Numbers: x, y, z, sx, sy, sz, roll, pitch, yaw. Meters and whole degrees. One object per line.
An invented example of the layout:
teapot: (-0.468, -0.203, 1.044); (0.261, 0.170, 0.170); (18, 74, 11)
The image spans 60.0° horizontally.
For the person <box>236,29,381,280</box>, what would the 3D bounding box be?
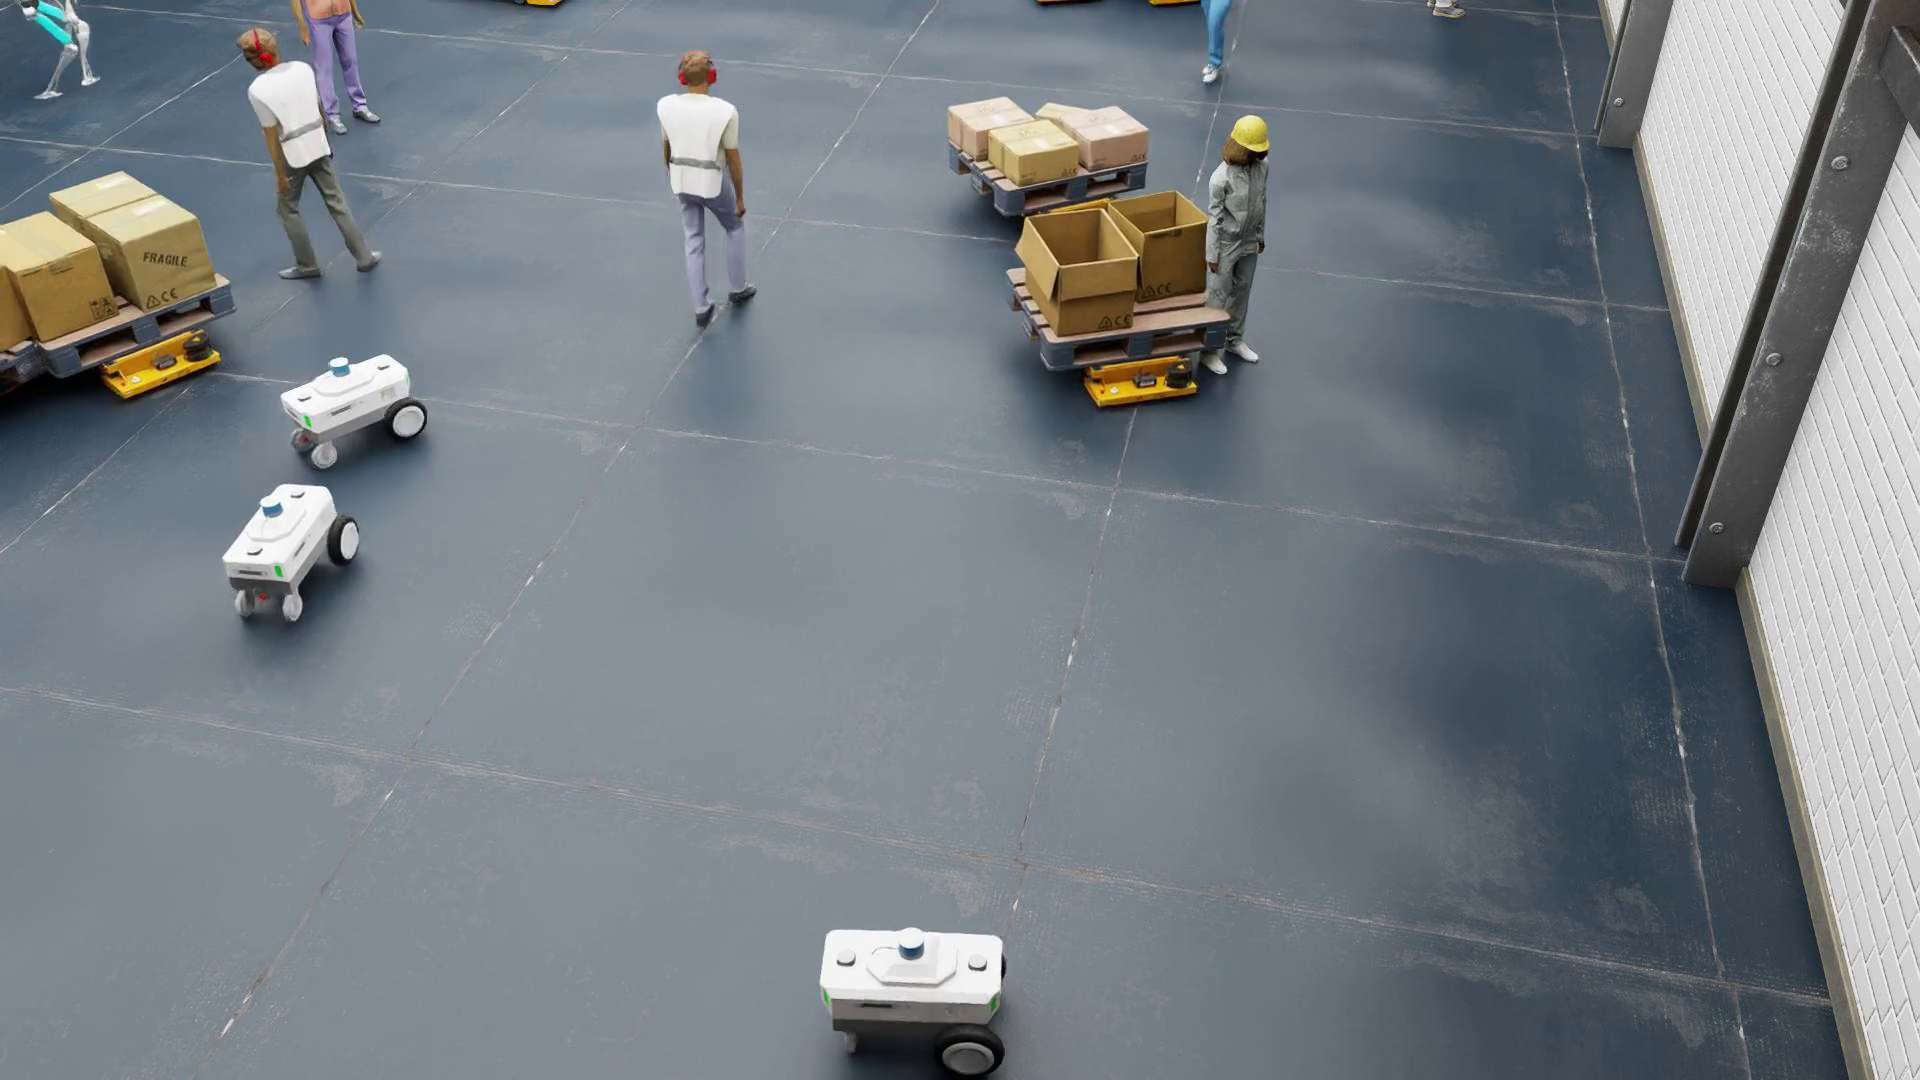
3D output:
person: (-4.523, -2.661, 11.510); (0.500, 1.804, 0.706); (21, 42, 26)

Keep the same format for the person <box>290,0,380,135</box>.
person: (-5.183, -4.282, 13.634); (0.376, 1.841, 0.571); (27, 44, 31)

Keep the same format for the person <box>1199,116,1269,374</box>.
person: (1.747, -1.858, 10.484); (0.492, 1.729, 0.321); (-27, 44, -31)

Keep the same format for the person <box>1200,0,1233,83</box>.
person: (2.214, -4.870, 14.526); (0.510, 1.702, 0.596); (27, 44, 31)

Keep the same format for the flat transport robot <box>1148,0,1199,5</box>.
flat transport robot: (2.044, -5.805, 16.987); (0.659, 0.231, 1.431); (-9, 38, -11)

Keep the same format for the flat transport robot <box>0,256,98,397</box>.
flat transport robot: (-6.321, -1.085, 10.670); (0.659, 0.231, 1.431); (16, 40, 21)

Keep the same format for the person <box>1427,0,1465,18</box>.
person: (4.771, -5.977, 15.866); (0.354, 1.887, 0.572); (2, 37, 3)

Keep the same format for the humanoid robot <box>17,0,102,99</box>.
humanoid robot: (-7.849, -4.741, 14.341); (0.788, 1.777, 0.542); (-20, 41, -25)

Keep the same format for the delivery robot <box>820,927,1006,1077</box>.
delivery robot: (-0.172, 1.763, 6.607); (0.746, 0.578, 0.517); (2, 37, 2)

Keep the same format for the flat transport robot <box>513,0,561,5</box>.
flat transport robot: (-4.583, -5.640, 16.766); (1.431, 0.231, 0.659); (10, 38, 14)

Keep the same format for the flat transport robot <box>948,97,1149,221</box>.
flat transport robot: (0.665, -2.696, 12.827); (0.659, 0.231, 1.431); (-16, 40, -20)

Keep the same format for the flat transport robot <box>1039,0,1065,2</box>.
flat transport robot: (0.957, -5.851, 17.049); (0.659, 0.231, 1.431); (-8, 37, -10)

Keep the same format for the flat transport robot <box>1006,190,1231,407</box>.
flat transport robot: (1.002, -1.350, 11.025); (0.659, 0.231, 1.431); (-9, 38, -12)

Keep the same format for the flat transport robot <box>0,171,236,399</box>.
flat transport robot: (-5.590, -1.377, 11.062); (1.431, 0.231, 0.659); (29, 45, 33)

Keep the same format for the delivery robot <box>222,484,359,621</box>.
delivery robot: (-3.631, 0.022, 8.960); (0.499, 0.606, 0.794); (4, 37, 5)

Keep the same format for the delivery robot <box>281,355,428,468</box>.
delivery robot: (-3.688, -0.829, 10.088); (0.789, 0.593, 0.499); (-30, 46, -34)

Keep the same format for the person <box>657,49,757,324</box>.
person: (-1.687, -2.368, 11.097); (0.587, 1.808, 0.699); (8, 37, 10)
